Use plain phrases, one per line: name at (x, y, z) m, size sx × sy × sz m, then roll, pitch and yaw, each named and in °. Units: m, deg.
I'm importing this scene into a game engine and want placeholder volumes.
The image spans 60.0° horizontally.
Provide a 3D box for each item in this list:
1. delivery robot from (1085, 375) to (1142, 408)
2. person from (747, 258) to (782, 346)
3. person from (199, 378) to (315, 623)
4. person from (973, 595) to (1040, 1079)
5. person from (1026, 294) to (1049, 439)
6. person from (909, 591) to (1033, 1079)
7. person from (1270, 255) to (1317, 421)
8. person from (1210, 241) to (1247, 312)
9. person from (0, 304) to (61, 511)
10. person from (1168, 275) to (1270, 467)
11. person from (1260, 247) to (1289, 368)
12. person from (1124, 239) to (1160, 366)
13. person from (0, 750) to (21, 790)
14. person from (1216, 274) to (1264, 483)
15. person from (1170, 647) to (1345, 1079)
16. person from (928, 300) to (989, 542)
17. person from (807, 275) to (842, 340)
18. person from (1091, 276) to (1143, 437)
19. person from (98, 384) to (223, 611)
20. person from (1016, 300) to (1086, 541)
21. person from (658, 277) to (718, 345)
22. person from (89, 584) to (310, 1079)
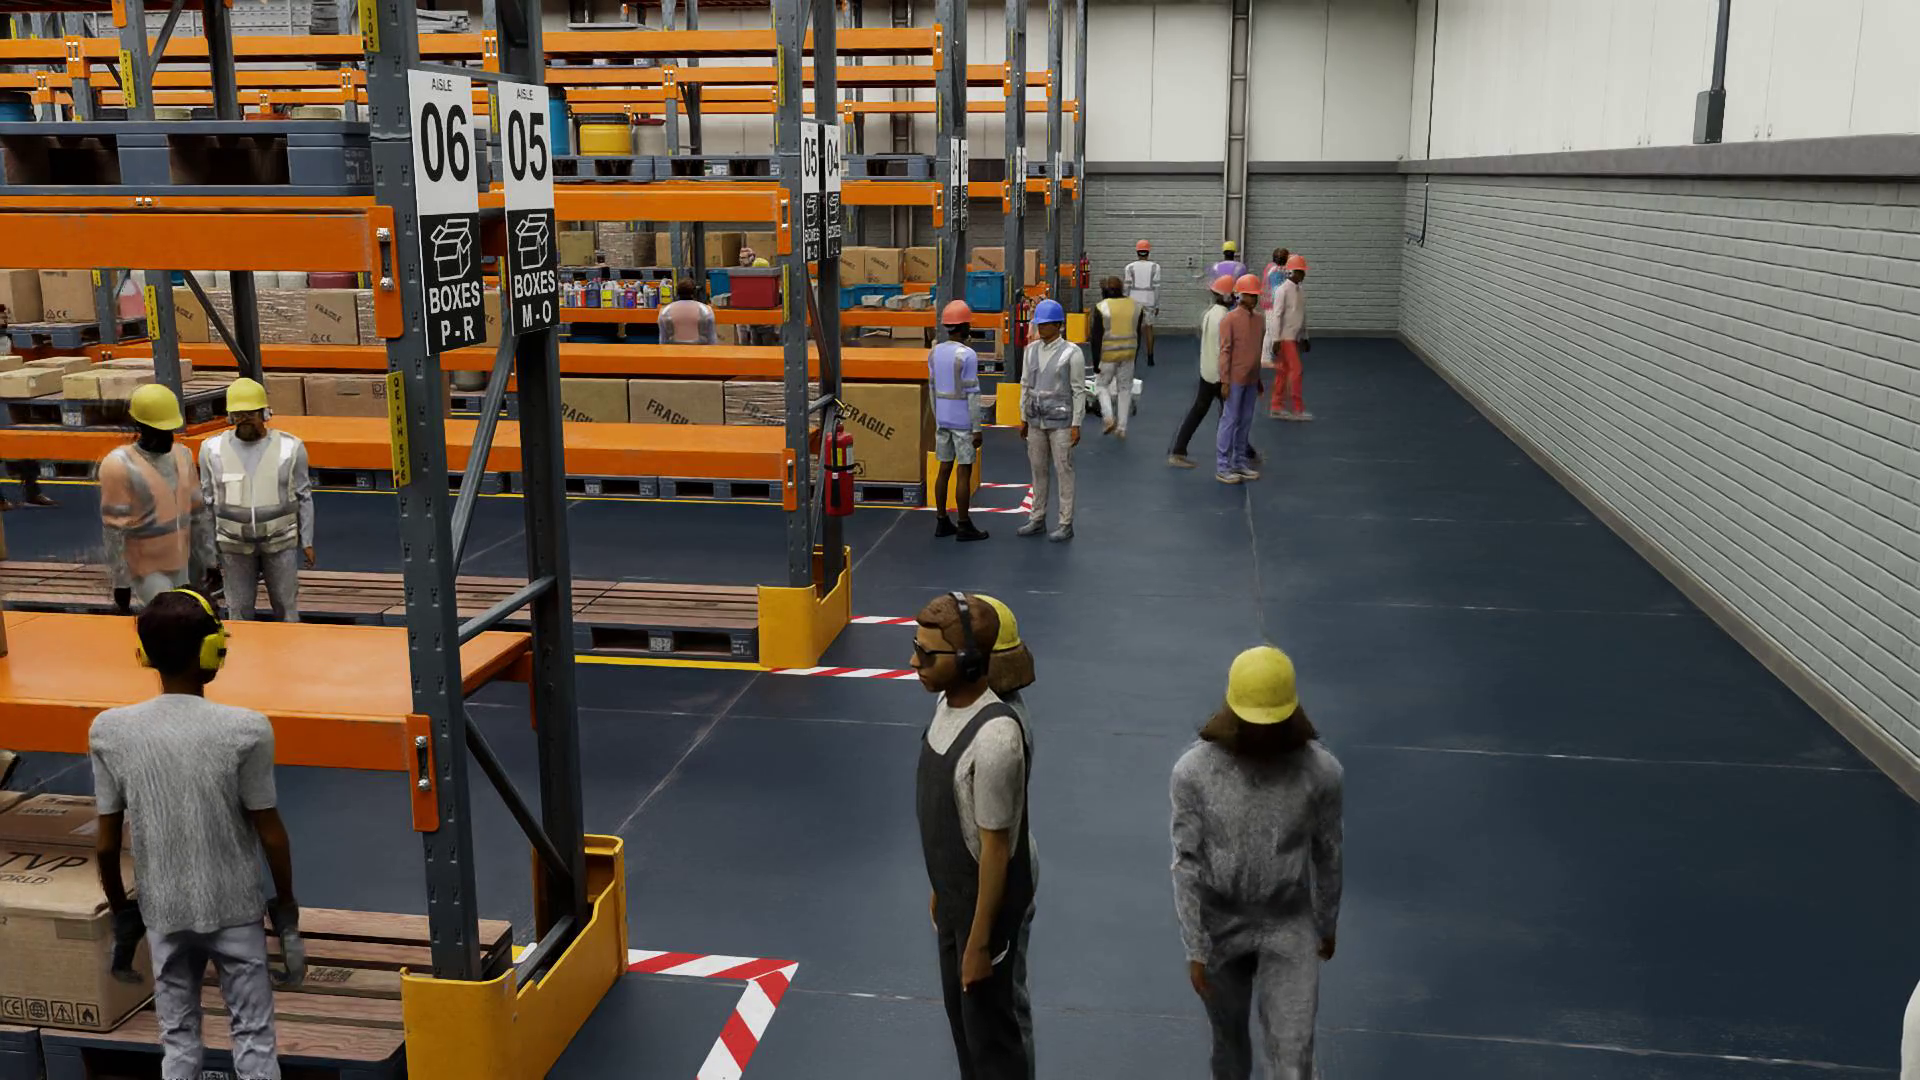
delivery robot at (1.873, -1.859, 20.435) m, size 0.707 × 0.478 × 0.477 m, roll -5°, pitch 14°, yaw -22°
person at (-2.609, -2.801, 21.988) m, size 0.588 × 1.835 × 0.403 m, roll 10°, pitch 16°, yaw 37°
person at (-3.937, 0.000, 9.342) m, size 0.588 × 1.835 × 0.404 m, roll -4°, pitch 13°, yaw -18°
person at (0.077, 1.011, 5.011) m, size 0.320 × 1.736 × 0.486 m, roll 0°, pitch 12°, yaw -1°
person at (0.906, -1.882, 18.304) m, size 0.318 × 1.631 × 0.524 m, roll -8°, pitch 15°, yaw -31°
person at (0.025, 1.033, 4.675) m, size 0.338 × 1.839 × 0.508 m, roll -3°, pitch 13°, yaw -15°
person at (4.066, -2.399, 19.849) m, size 0.807 × 1.968 × 0.646 m, roll 9°, pitch 15°, yaw 34°
person at (4.254, -3.788, 26.347) m, size 0.597 × 1.882 × 0.933 m, roll 7°, pitch 14°, yaw 30°
person at (-8.270, -1.152, 14.519) m, size 0.718 × 1.845 × 0.548 m, roll 1°, pitch 13°, yaw 6°
person at (2.588, -1.678, 16.678) m, size 1.031 × 1.950 × 0.614 m, roll -3°, pitch 13°, yaw -13°
person at (4.783, -3.526, 25.273) m, size 0.431 × 1.831 × 0.653 m, roll 1°, pitch 13°, yaw 5°
person at (2.801, -3.648, 25.610) m, size 0.545 × 1.930 × 0.389 m, roll 2°, pitch 13°, yaw 8°
person at (-4.882, 0.381, 7.848) m, size 0.818 × 1.734 × 0.535 m, roll 2°, pitch 13°, yaw 11°
person at (2.717, -1.549, 15.970) m, size 0.618 × 1.993 × 0.396 m, roll -12°, pitch 17°, yaw -42°
person at (0.819, 1.115, 4.627) m, size 0.480 × 1.689 × 0.926 m, roll 2°, pitch 13°, yaw 10°
person at (-0.016, -0.958, 13.420) m, size 0.347 × 1.943 × 0.544 m, roll -11°, pitch 17°, yaw -42°
person at (-1.855, -2.812, 22.582) m, size 0.854 × 1.591 × 0.507 m, roll 7°, pitch 14°, yaw 29°
person at (1.736, -2.043, 18.625) m, size 0.613 × 1.817 × 0.449 m, roll -3°, pitch 13°, yaw -13°
person at (-4.129, 0.125, 8.625) m, size 0.459 × 1.896 × 0.617 m, roll 3°, pitch 13°, yaw 13°
person at (0.727, -0.965, 13.436) m, size 0.617 × 1.946 × 0.396 m, roll 11°, pitch 16°, yaw 40°
person at (-2.901, -1.887, 17.846) m, size 0.627 × 1.844 × 0.429 m, roll -1°, pitch 13°, yaw -3°
person at (-2.081, 1.061, 4.551) m, size 0.588 × 1.873 × 0.403 m, roll 0°, pitch 12°, yaw -2°
